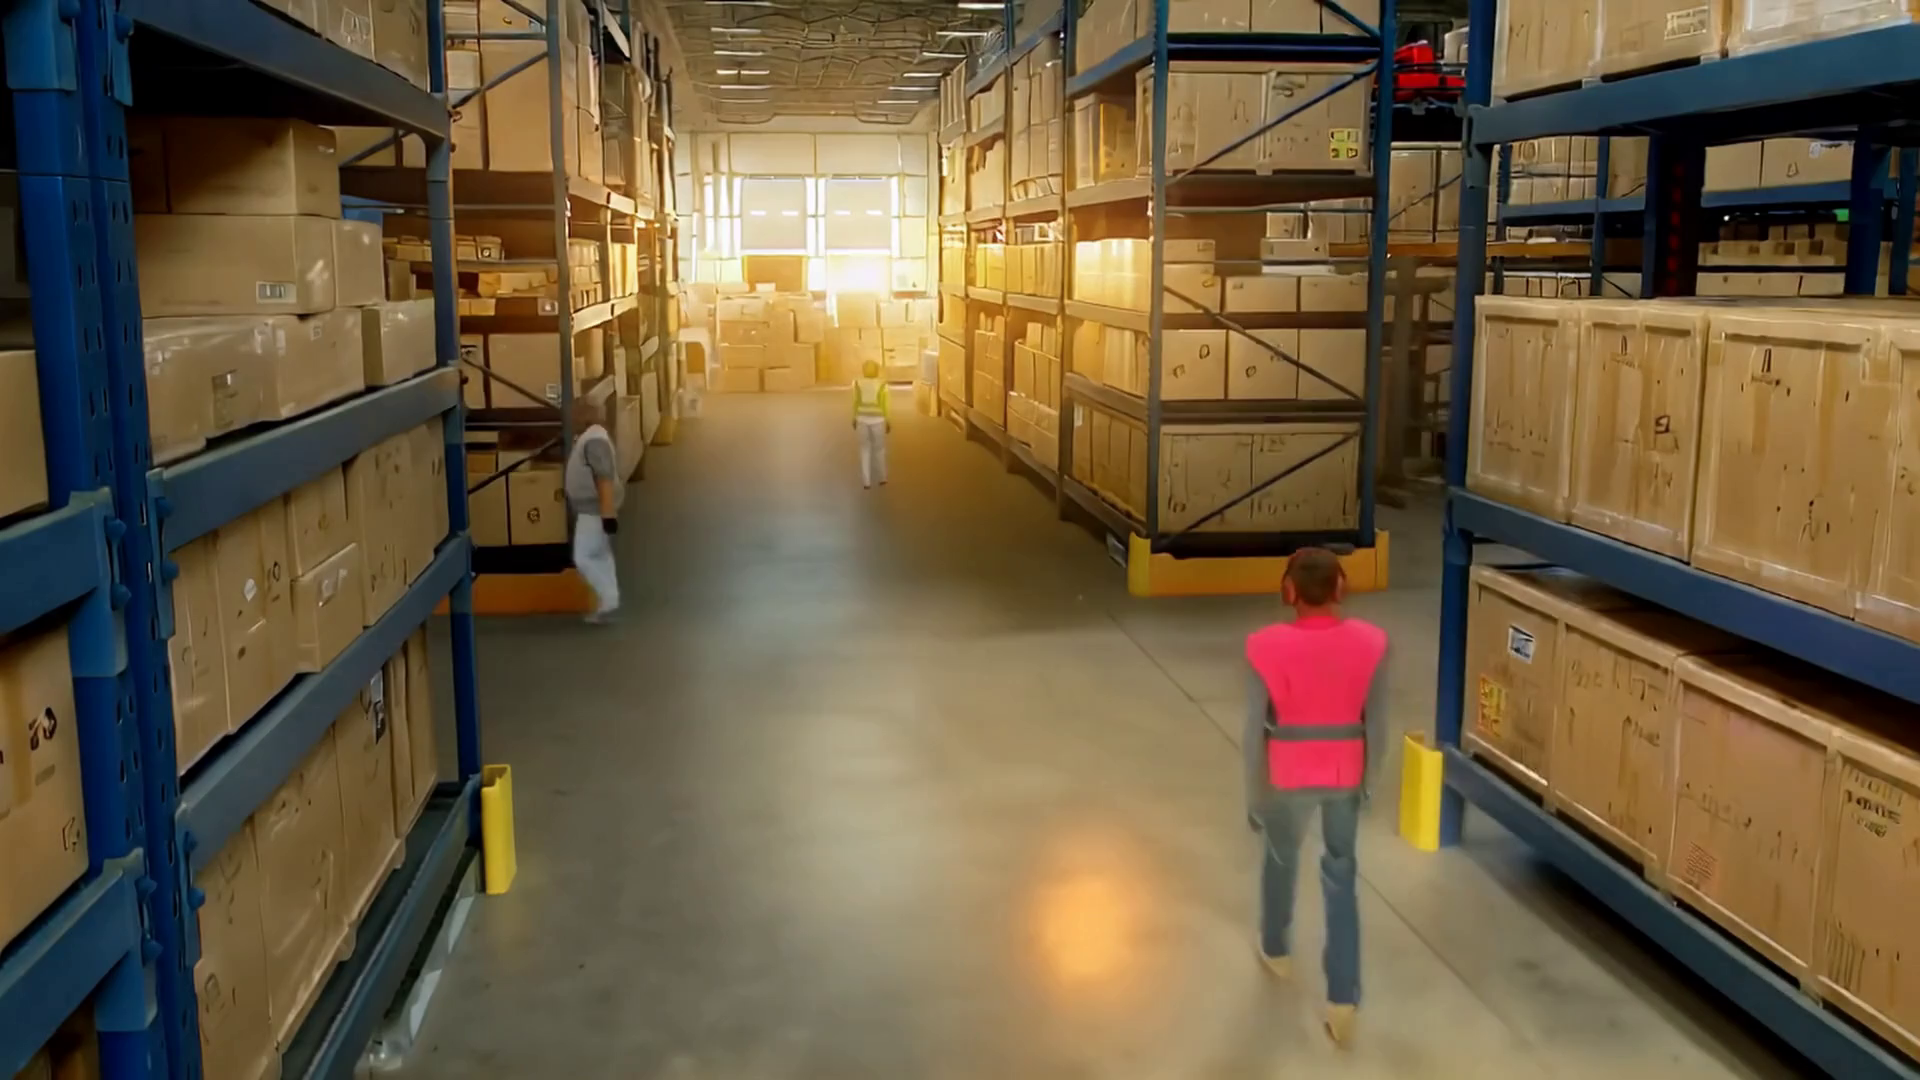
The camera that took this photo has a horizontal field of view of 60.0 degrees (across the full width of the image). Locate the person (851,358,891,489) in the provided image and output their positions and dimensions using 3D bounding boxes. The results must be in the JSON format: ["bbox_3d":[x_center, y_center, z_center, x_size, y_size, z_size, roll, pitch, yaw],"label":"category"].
[{"bbox_3d":[-1.099,-1.462,20.779,0.533,1.598,0.819,1,10,7],"label":"person"}]

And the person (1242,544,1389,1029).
[{"bbox_3d":[1.362,0.918,6.373,0.577,1.806,0.950,0,10,2],"label":"person"}]

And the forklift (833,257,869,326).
[{"bbox_3d":[-2.970,-6.678,47.442,1.873,2.768,1.129,6,11,30],"label":"forklift"}]

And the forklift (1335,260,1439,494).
[{"bbox_3d":[5.092,-2.070,20.616,1.129,2.768,1.873,-1,10,-7],"label":"forklift"}]

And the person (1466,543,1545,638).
[{"bbox_3d":[2.864,0.398,8.889,0.852,1.963,0.648,-1,10,-8],"label":"person"}]

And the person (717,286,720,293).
[{"bbox_3d":[-9.922,-9.719,68.881,0.868,1.586,0.544,-3,10,-15],"label":"person"}]

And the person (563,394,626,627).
[{"bbox_3d":[-2.871,-0.226,12.982,0.478,1.819,0.642,-3,10,-15],"label":"person"}]
